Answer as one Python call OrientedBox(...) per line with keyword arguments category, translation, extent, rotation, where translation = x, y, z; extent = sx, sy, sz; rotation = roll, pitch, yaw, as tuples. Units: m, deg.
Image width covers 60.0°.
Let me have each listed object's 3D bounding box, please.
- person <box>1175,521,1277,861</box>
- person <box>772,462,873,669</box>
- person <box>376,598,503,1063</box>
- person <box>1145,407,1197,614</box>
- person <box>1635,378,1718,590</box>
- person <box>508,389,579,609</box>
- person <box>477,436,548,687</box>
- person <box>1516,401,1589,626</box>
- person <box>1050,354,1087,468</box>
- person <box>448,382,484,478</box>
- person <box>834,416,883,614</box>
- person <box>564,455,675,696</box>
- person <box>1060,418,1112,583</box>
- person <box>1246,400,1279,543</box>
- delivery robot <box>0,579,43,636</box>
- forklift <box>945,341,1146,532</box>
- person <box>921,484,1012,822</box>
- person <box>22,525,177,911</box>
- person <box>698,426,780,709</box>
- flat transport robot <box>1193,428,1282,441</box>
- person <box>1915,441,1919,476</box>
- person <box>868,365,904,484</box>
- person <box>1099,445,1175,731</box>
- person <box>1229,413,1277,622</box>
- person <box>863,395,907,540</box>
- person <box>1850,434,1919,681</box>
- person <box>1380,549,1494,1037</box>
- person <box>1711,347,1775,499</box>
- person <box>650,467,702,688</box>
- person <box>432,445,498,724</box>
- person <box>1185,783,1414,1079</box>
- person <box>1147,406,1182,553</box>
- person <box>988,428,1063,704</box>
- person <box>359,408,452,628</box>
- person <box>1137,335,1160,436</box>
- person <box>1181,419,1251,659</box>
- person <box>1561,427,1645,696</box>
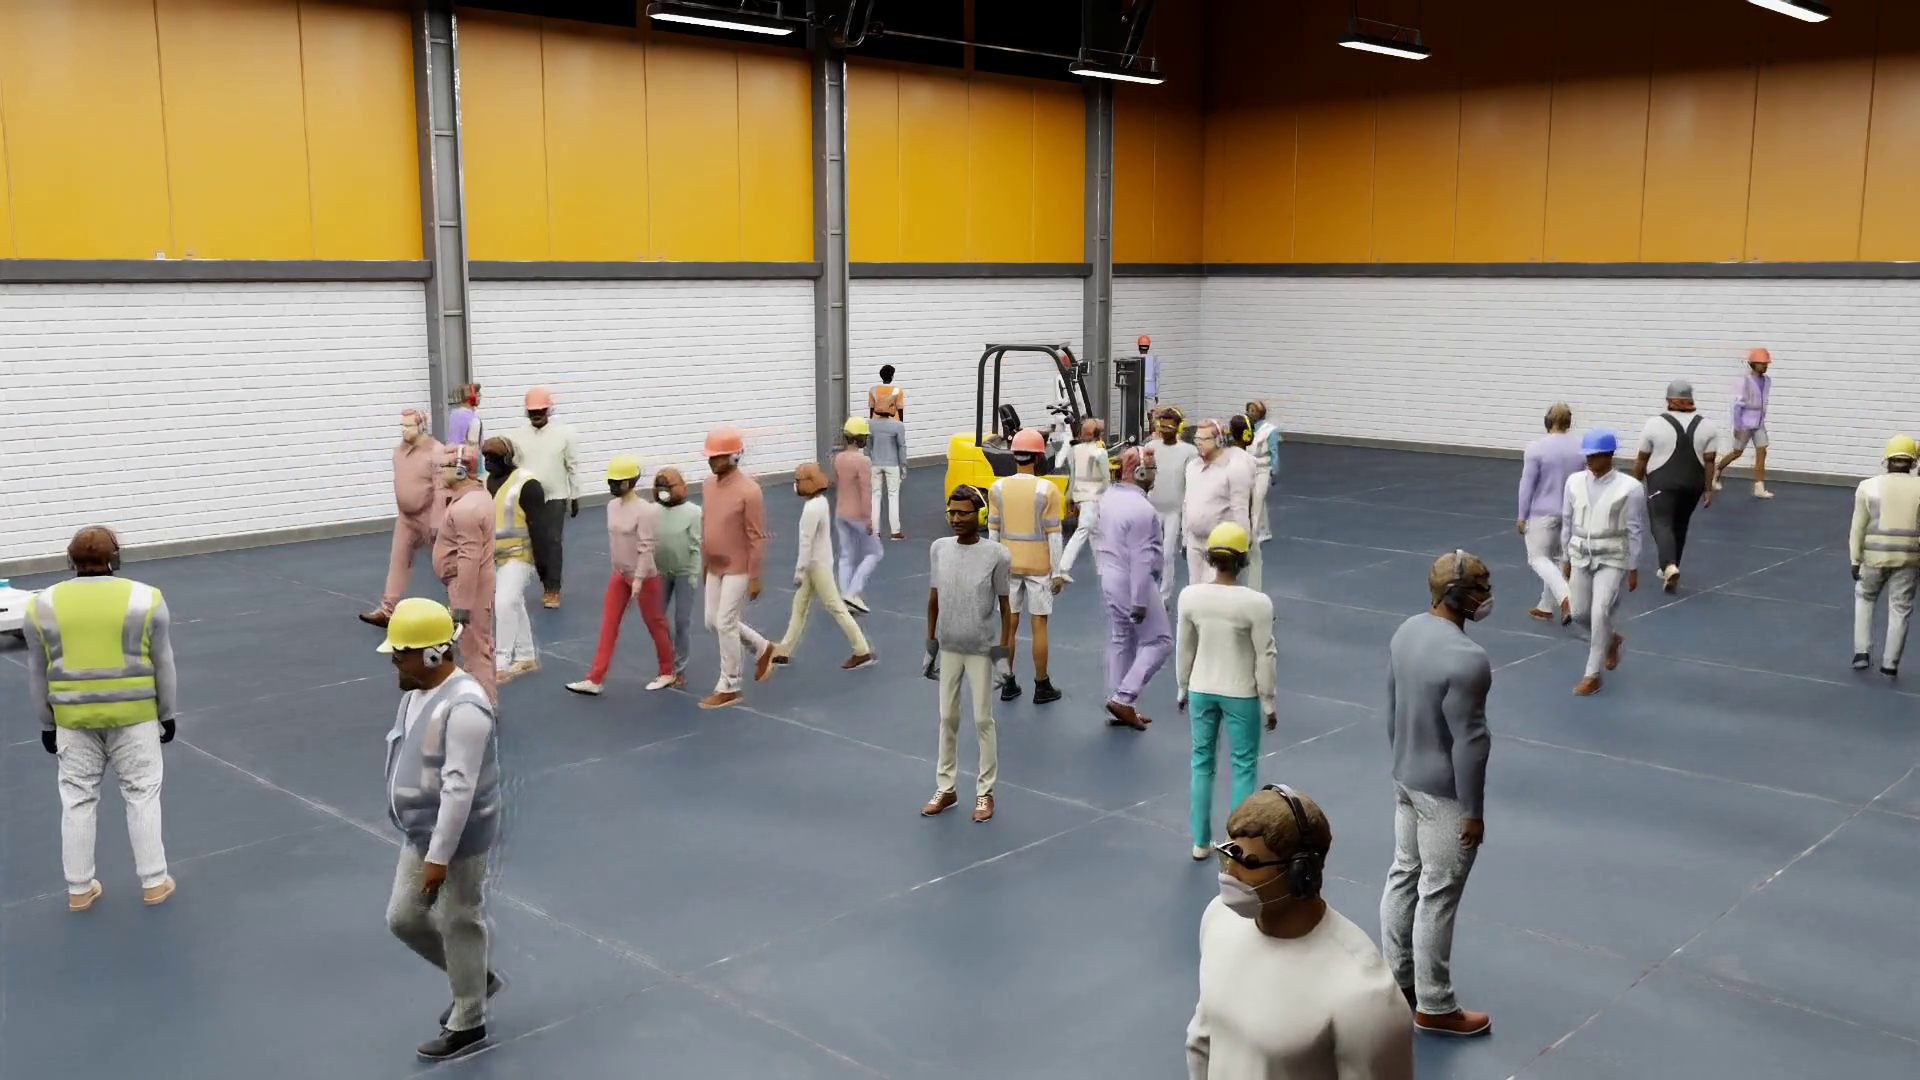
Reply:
OrientedBox(category="person", translation=(1.371, 0.794, 8.464), extent=(0.597, 1.765, 0.369), rotation=(6, 11, 33))
OrientedBox(category="person", translation=(-1.082, 0.205, 12.566), extent=(0.906, 1.585, 0.512), rotation=(0, 9, 2))
OrientedBox(category="person", translation=(-1.977, 1.108, 6.345), extent=(0.426, 1.811, 0.587), rotation=(-8, 12, -41))
OrientedBox(category="person", translation=(1.800, -0.240, 14.479), extent=(0.546, 1.848, 0.445), rotation=(5, 10, 27))
OrientedBox(category="person", translation=(6.838, -0.559, 15.854), extent=(0.684, 2.000, 0.953), rotation=(0, 9, 3))
OrientedBox(category="person", translation=(-3.764, -0.363, 14.878), extent=(0.642, 1.956, 0.886), rotation=(-1, 9, -3))
OrientedBox(category="person", translation=(-3.406, 0.153, 12.175), extent=(0.662, 1.812, 0.793), rotation=(6, 11, 34))
OrientedBox(category="person", translation=(5.062, -0.206, 14.054), extent=(0.631, 1.921, 0.748), rotation=(-3, 10, -17))
OrientedBox(category="person", translation=(1.499, -1.706, 23.509), extent=(0.944, 1.849, 0.583), rotation=(-9, 13, -43))
OrientedBox(category="person", translation=(-5.364, -0.790, 17.947), extent=(0.577, 1.820, 0.768), rotation=(9, 13, 44))
OrientedBox(category="person", translation=(-0.899, -0.210, 14.570), extent=(0.368, 1.751, 0.552), rotation=(-7, 12, -38))
OrientedBox(category="person", translation=(-2.373, 0.266, 11.749), extent=(0.537, 1.720, 0.893), rotation=(8, 12, 39))
OrientedBox(category="person", translation=(1.228, -0.388, 16.161), extent=(0.853, 1.599, 0.532), rotation=(-5, 11, -30))
OrientedBox(category="person", translation=(3.192, -0.722, 18.176), extent=(0.825, 1.602, 0.516), rotation=(-8, 12, -40))
OrientedBox(category="delivery robot", translation=(-7.623, 0.557, 13.263), extent=(0.477, 0.478, 0.707), rotation=(8, 12, 39))
OrientedBox(category="forklift", translation=(0.977, -1.223, 19.452), extent=(2.313, 2.155, 1.214), rotation=(2, 9, 11))
OrientedBox(category="person", translation=(0.032, 0.617, 9.163), extent=(0.517, 1.874, 0.328), rotation=(4, 10, 22))
OrientedBox(category="person", translation=(-4.065, 0.842, 7.921), extent=(0.626, 1.836, 0.431), rotation=(-2, 10, -15))
OrientedBox(category="person", translation=(-1.537, 0.173, 11.591), extent=(0.671, 1.967, 0.626), rotation=(-9, 13, -43))
OrientedBox(category="flat transport robot", translation=(4.869, -1.856, 29.218), extent=(1.431, 0.197, 0.652), rotation=(-1, 9, -6))
OrientedBox(category="person", translation=(11.583, -1.065, 19.662), extent=(0.860, 1.824, 0.518), rotation=(2, 9, 12))
OrientedBox(category="person", translation=(-1.033, -1.619, 23.427), extent=(0.535, 1.691, 0.319), rotation=(3, 10, 16))
OrientedBox(category="person", translation=(1.154, 0.322, 10.923), extent=(0.434, 1.894, 0.649), rotation=(-3, 10, -20))
OrientedBox(category="person", translation=(2.284, -0.159, 14.035), extent=(0.909, 1.841, 0.527), rotation=(-5, 11, -30))
OrientedBox(category="person", translation=(-0.837, -0.811, 18.644), extent=(0.509, 1.632, 0.266), rotation=(3, 10, 16))
OrientedBox(category="person", translation=(6.925, 0.123, 12.362), extent=(0.590, 1.813, 0.547), rotation=(4, 10, 23))
OrientedBox(category="person", translation=(1.910, 0.995, 6.645), extent=(0.366, 1.936, 0.630), rotation=(-2, 9, -11))
OrientedBox(category="person", translation=(10.501, -1.583, 22.265), extent=(0.619, 2.013, 0.951), rotation=(-4, 10, -24))
OrientedBox(category="person", translation=(-2.081, 0.270, 12.071), extent=(0.493, 1.615, 0.386), rotation=(1, 9, 9))
OrientedBox(category="person", translation=(-3.213, 0.333, 10.803), extent=(0.399, 1.906, 0.667), rotation=(-2, 9, -10))
OrientedBox(category="person", translation=(0.713, 1.474, 3.696), extent=(0.355, 1.937, 0.635), rotation=(-5, 11, -28))
OrientedBox(category="person", translation=(2.198, -0.631, 17.669), extent=(0.857, 1.591, 0.517), rotation=(-5, 11, -29))
OrientedBox(category="person", translation=(0.469, 0.181, 11.639), extent=(0.542, 1.936, 0.364), rotation=(4, 10, 24))
OrientedBox(category="person", translation=(-4.616, -0.178, 14.075), extent=(0.682, 1.855, 0.988), rotation=(5, 10, 28))
OrientedBox(category="person", translation=(3.060, -2.449, 27.749), extent=(0.542, 1.939, 0.369), rotation=(-1, 9, -8))
OrientedBox(category="person", translation=(1.950, 0.003, 12.857), extent=(0.467, 1.888, 0.671), rotation=(-6, 11, -34))
OrientedBox(category="person", translation=(4.650, 0.131, 12.001), extent=(0.753, 1.922, 0.613), rotation=(-8, 12, -41))
